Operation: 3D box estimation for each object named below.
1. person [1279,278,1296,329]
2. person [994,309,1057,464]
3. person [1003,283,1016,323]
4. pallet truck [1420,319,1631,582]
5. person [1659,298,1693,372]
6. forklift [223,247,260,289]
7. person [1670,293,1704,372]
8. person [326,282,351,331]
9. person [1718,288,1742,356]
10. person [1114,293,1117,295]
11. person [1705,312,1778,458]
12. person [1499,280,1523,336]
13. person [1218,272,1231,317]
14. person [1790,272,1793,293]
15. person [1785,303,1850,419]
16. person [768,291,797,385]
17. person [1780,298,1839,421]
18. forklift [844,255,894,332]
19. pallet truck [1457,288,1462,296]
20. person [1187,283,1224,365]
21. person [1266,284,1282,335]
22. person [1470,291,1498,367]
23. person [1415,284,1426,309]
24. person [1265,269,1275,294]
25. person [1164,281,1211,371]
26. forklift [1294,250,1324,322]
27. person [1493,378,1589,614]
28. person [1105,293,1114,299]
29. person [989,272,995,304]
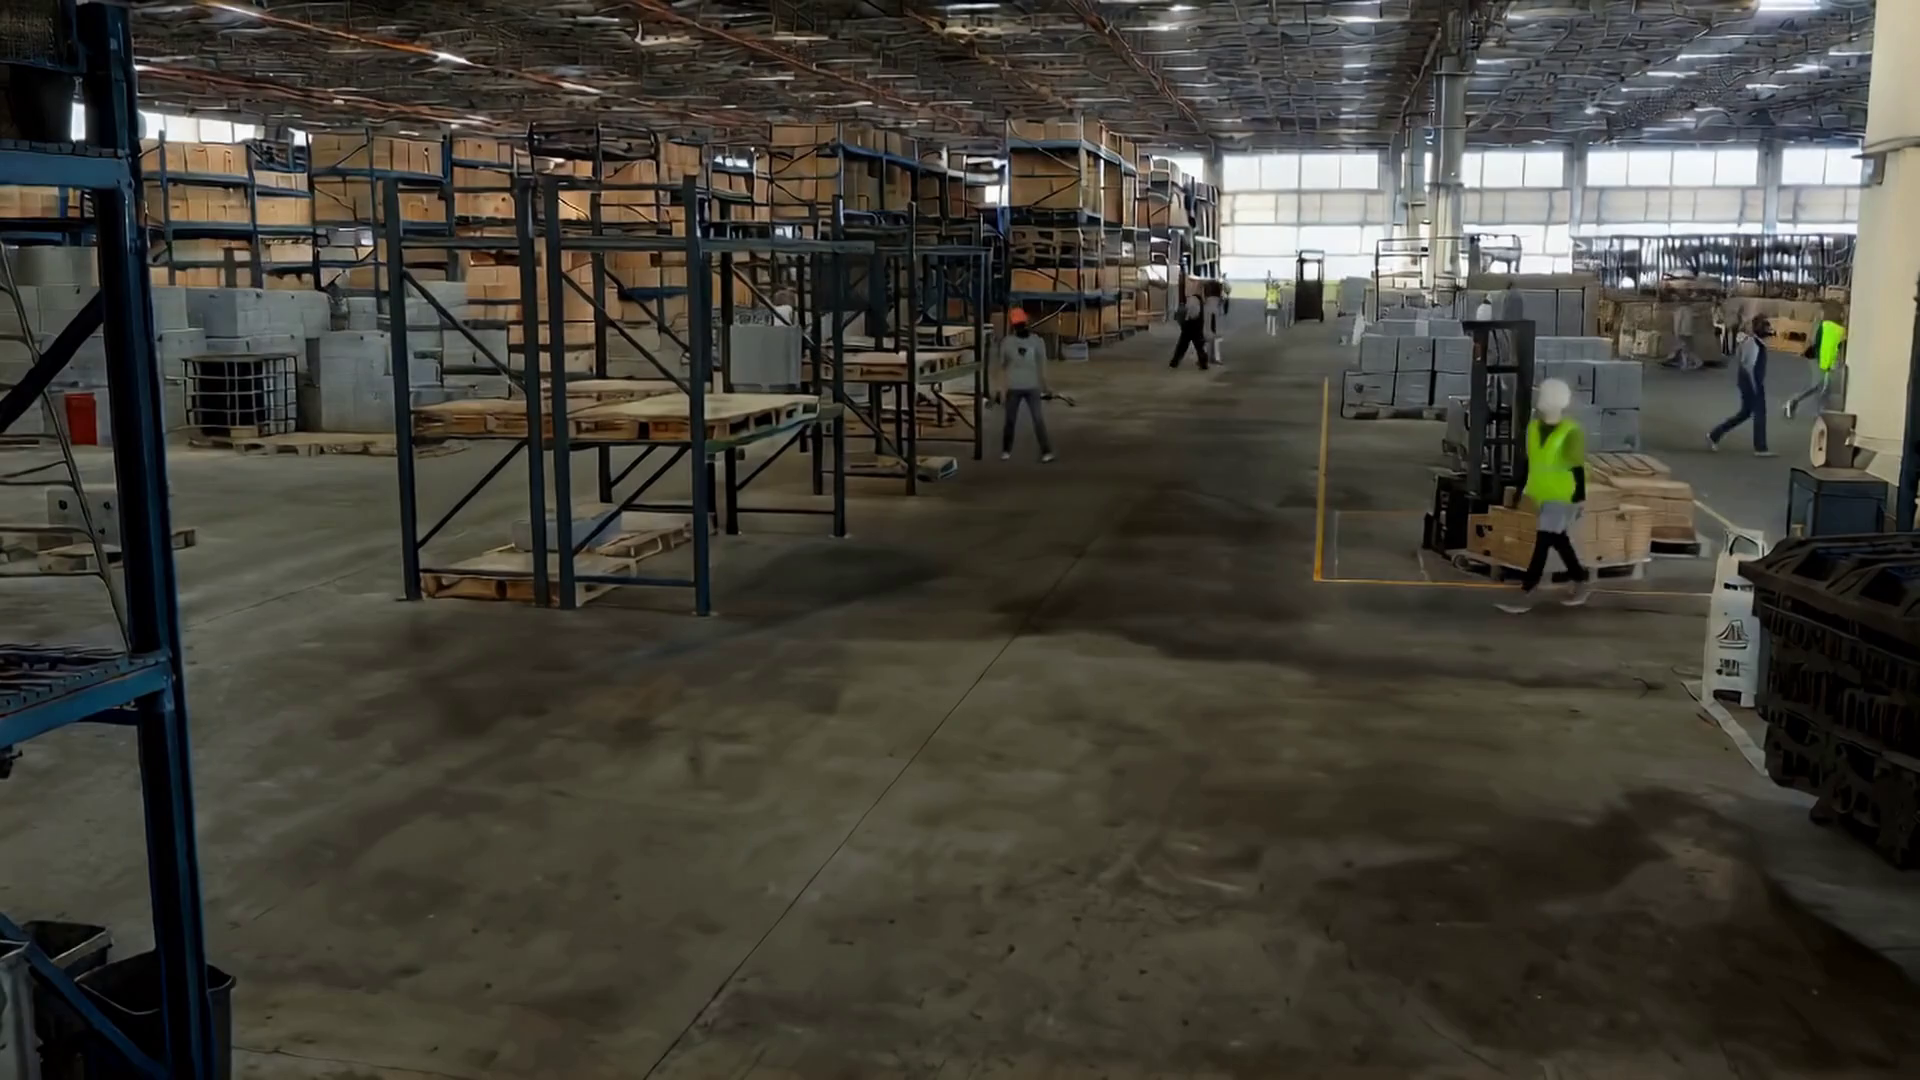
[{"bbox_3d":[11.651,-8.439,59.409,0.624,1.778,0.932,1,10,7],"label":"person"},{"bbox_3d":[0.774,-1.867,20.246,0.730,1.878,0.818,0,10,0],"label":"person"},{"bbox_3d":[2.044,-9.159,64.097,0.886,1.631,0.574,-5,11,-27],"label":"person"},{"bbox_3d":[4.543,-0.757,13.299,0.823,1.965,1.885,-4,10,-22],"label":"pallet truck"},{"bbox_3d":[15.887,-4.563,36.761,0.677,1.679,0.545,6,11,30],"label":"person"},{"bbox_3d":[-20.193,-6.881,46.951,1.129,2.768,1.873,2,10,12],"label":"forklift"},{"bbox_3d":[16.050,-4.550,36.553,0.672,1.733,0.536,6,11,30],"label":"person"},{"bbox_3d":[-15.343,-5.406,41.102,0.592,1.910,0.386,-7,12,-37],"label":"person"},{"bbox_3d":[19.567,-5.513,42.260,0.537,1.726,0.892,3,10,20],"label":"person"},{"bbox_3d":[8.605,-14.050,92.827,0.917,1.725,0.534,2,10,10],"label":"person"},{"bbox_3d":[9.859,-1.940,20.837,0.787,1.826,0.514,9,13,41],"label":"person"},{"bbox_3d":[12.802,-5.068,38.875,0.655,1.973,0.644,-7,12,-36],"label":"person"},{"bbox_3d":[11.403,-10.568,71.626,0.560,1.918,0.578,1,10,8],"label":"person"},{"bbox_3d":[44.071,-13.340,88.270,0.391,1.841,0.564,-3,10,-20],"label":"person"},{"bbox_3d":[12.865,-2.622,24.837,0.799,1.832,0.558,2,10,9],"label":"person"},{"bbox_3d":[-3.512,-3.990,32.885,0.584,1.855,0.884,0,10,1],"label":"person"},{"bbox_3d":[13.083,-2.768,25.537,0.681,1.888,0.611,2,10,11],"label":"person"},{"bbox_3d":[-2.089,-5.146,36.681,1.129,2.768,1.873,2,10,12],"label":"forklift"},{"bbox_3d":[20.506,-9.785,68.819,0.653,1.274,1.630,2,10,12],"label":"pallet truck"},{"bbox_3d":[5.785,-5.068,39.016,0.800,1.935,0.609,1,10,5],"label":"person"},{"bbox_3d":[10.354,-7.607,54.894,0.540,1.643,0.893,1,10,5],"label":"person"},{"bbox_3d":[10.912,-4.267,34.635,0.997,1.816,0.534,-1,10,-5],"label":"person"},{"bbox_3d":[15.962,-8.053,57.579,0.268,1.630,0.507,-5,11,-28],"label":"person"},{"bbox_3d":[16.260,-13.185,87.044,0.616,1.943,0.395,-5,11,-26],"label":"person"},{"bbox_3d":[5.143,-4.786,37.027,1.067,2.000,0.692,6,11,33],"label":"person"},{"bbox_3d":[13.778,-10.002,65.433,1.129,2.768,1.873,2,10,12],"label":"forklift"},{"bbox_3d":[4.165,-0.320,11.736,0.892,1.644,0.550,-3,10,-18],"label":"person"},{"bbox_3d":[7.252,-12.194,81.473,0.633,1.845,0.429,-2,10,-12],"label":"person"},{"bbox_3d":[1.620,-12.999,86.091,0.568,1.890,0.946,0,10,2],"label":"person"}]
